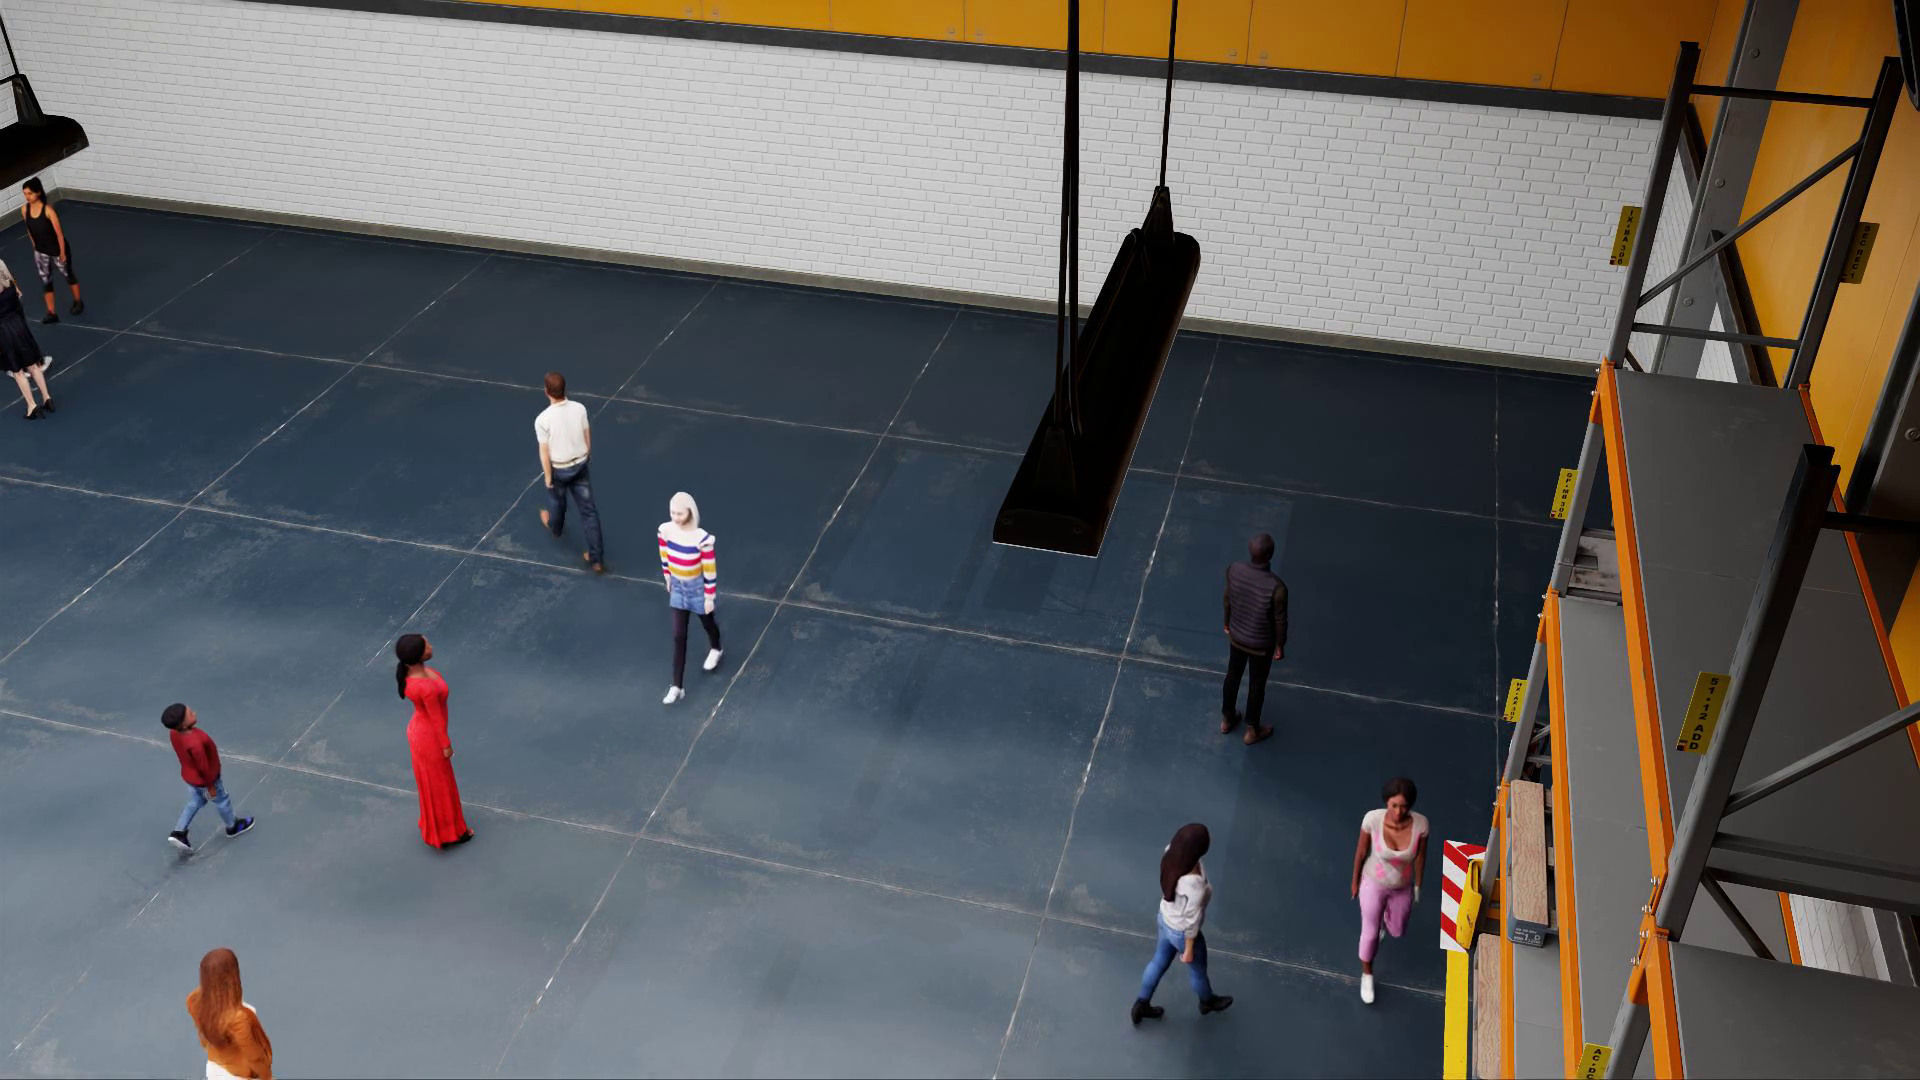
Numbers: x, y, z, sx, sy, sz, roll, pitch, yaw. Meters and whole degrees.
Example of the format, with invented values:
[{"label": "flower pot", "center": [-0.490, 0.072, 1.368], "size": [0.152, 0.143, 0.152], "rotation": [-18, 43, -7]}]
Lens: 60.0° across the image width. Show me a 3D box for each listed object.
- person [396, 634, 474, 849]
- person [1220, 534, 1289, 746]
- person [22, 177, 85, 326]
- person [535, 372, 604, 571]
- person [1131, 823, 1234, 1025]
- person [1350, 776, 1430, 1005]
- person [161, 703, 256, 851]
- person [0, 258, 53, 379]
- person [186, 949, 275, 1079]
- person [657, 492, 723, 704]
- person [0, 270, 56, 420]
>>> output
[{"label": "person", "center": [-3.694, 1.381, 11.562], "size": [0.809, 1.785, 0.759], "rotation": [-22, 39, -29]}, {"label": "person", "center": [2.193, 0.729, 12.497], "size": [0.775, 1.836, 0.748], "rotation": [26, 42, 34]}, {"label": "person", "center": [-10.187, -3.305, 18.741], "size": [0.708, 1.643, 0.955], "rotation": [3, 34, 4]}, {"label": "person", "center": [-3.347, -0.558, 14.455], "size": [1.231, 1.812, 1.210], "rotation": [-23, 40, -31]}, {"label": "person", "center": [1.285, 2.392, 10.206], "size": [0.968, 1.603, 0.956], "rotation": [-11, 35, -16]}, {"label": "person", "center": [2.689, 2.119, 10.507], "size": [0.667, 1.724, 0.918], "rotation": [4, 34, 6]}, {"label": "person", "center": [-5.363, 1.667, 11.623], "size": [0.685, 1.241, 0.865], "rotation": [23, 40, 31]}, {"label": "person", "center": [-10.069, -2.487, 17.397], "size": [0.708, 1.768, 0.938], "rotation": [-26, 41, -33]}, {"label": "person", "center": [-4.057, 3.002, 9.202], "size": [0.735, 1.697, 0.793], "rotation": [16, 37, 23]}, {"label": "person", "center": [-2.062, 0.371, 13.105], "size": [0.706, 1.759, 1.108], "rotation": [11, 35, 15]}, {"label": "person", "center": [-9.529, -2.025, 16.720], "size": [0.671, 1.747, 0.514], "rotation": [11, 35, 17]}]
